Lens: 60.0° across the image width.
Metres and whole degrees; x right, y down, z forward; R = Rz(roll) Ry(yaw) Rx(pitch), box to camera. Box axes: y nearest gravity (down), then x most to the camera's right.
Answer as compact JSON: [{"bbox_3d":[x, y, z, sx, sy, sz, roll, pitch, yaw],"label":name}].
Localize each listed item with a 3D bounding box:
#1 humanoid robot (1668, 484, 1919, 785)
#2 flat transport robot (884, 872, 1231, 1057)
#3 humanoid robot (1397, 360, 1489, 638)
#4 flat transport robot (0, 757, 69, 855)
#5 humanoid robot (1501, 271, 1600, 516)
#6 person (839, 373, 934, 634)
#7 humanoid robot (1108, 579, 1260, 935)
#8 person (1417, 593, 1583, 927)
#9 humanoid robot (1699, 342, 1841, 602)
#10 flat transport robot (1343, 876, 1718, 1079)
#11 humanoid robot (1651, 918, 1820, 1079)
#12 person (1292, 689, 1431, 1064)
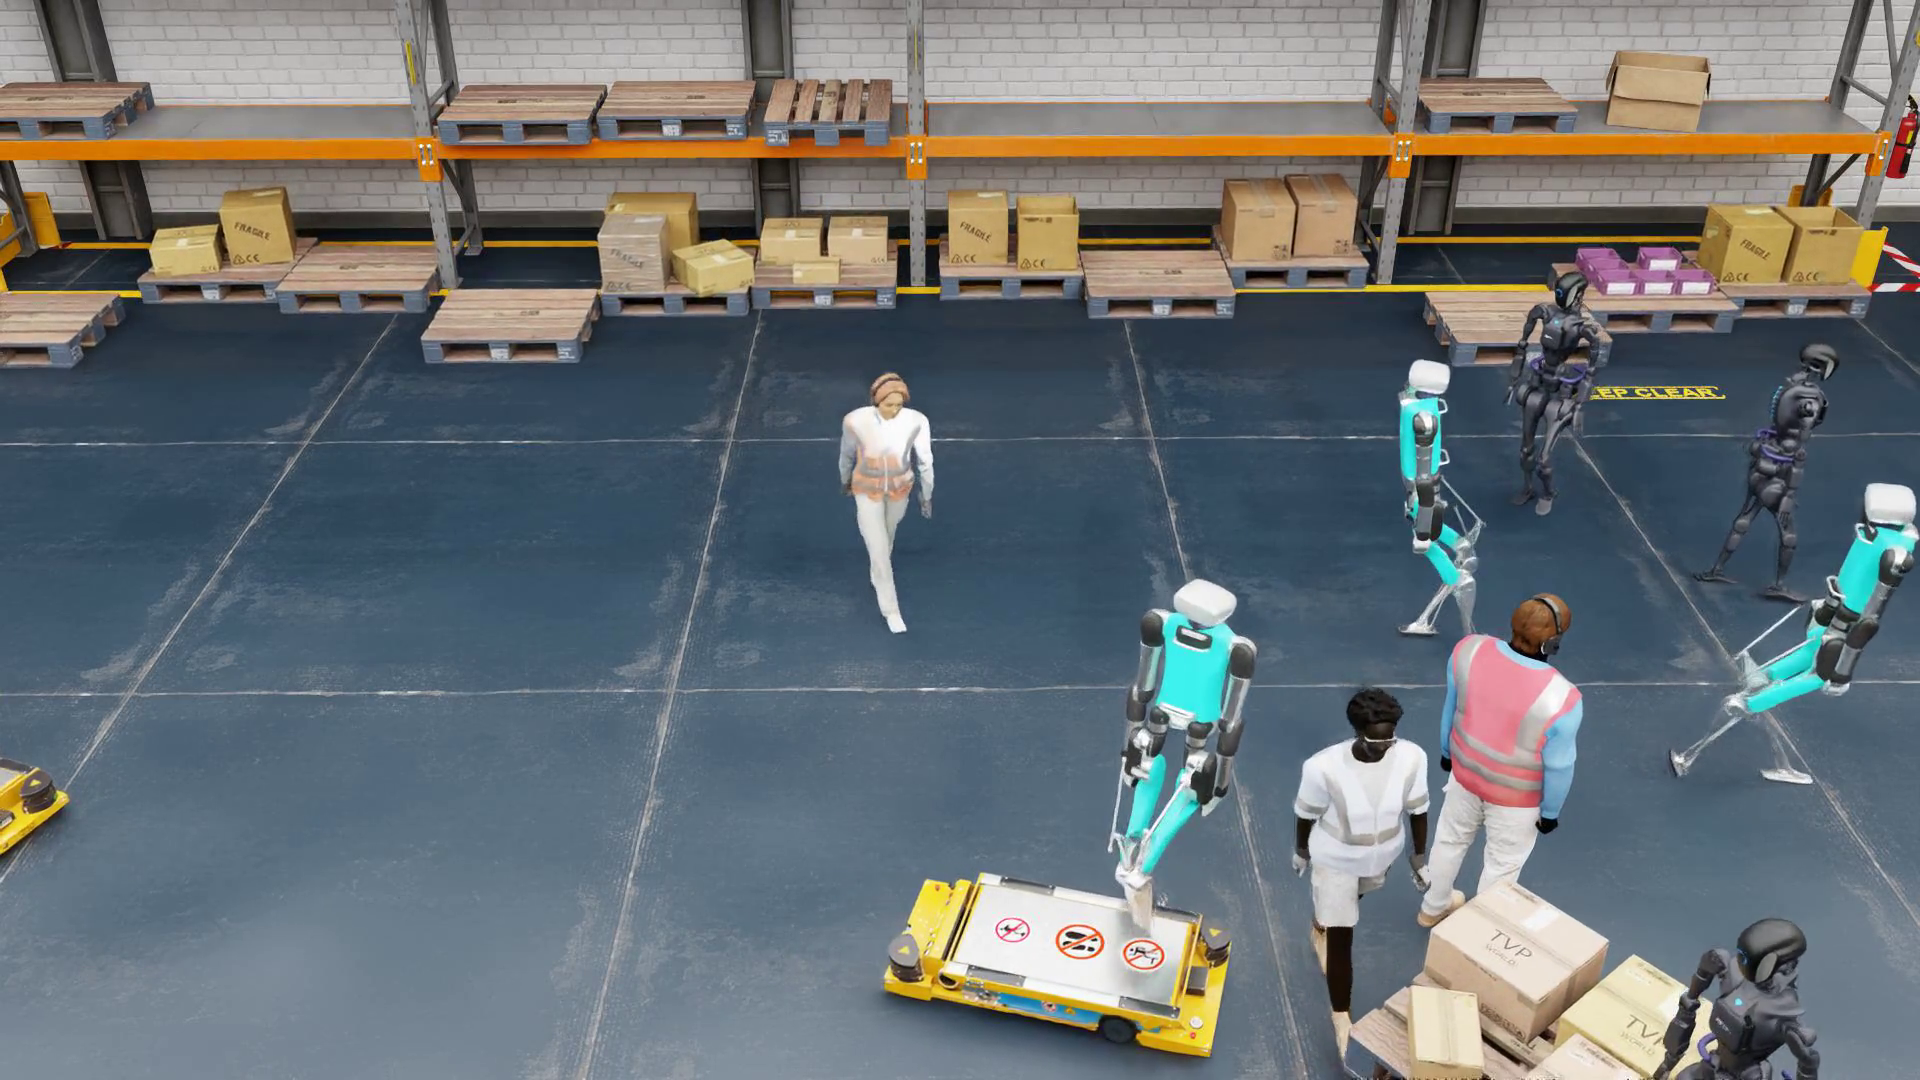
[{"bbox_3d":[4.015,0.510,8.191,0.888,1.824,0.552,7,32,12],"label":"humanoid robot"},{"bbox_3d":[0.443,1.843,7.343,1.431,0.231,0.659,8,32,13],"label":"flat transport robot"},{"bbox_3d":[2.767,-0.106,9.235,0.846,1.866,0.533,3,31,5],"label":"humanoid robot"},{"bbox_3d":[-5.256,1.283,8.276,1.431,0.231,0.659,11,33,17],"label":"flat transport robot"},{"bbox_3d":[3.755,-0.937,10.603,0.354,1.644,0.596,-22,38,-32],"label":"humanoid robot"},{"bbox_3d":[-0.424,-0.288,9.616,0.518,1.561,0.932,-7,32,-11],"label":"person"},{"bbox_3d":[0.838,1.109,7.183,0.547,1.756,0.930,18,35,27],"label":"humanoid robot"},{"bbox_3d":[2.346,1.023,7.197,0.431,1.835,0.628,-23,38,-33],"label":"person"},{"bbox_3d":[4.851,-0.411,9.749,0.675,1.634,0.611,6,31,10],"label":"humanoid robot"},{"bbox_3d":[2.287,2.286,6.605,1.431,0.231,0.659,-23,38,-33],"label":"flat transport robot"},{"bbox_3d":[2.663,1.963,5.774,0.329,1.653,0.609,-12,33,-19],"label":"humanoid robot"},{"bbox_3d":[1.655,1.324,6.859,0.539,1.654,0.840,-7,32,-12],"label":"person"}]
